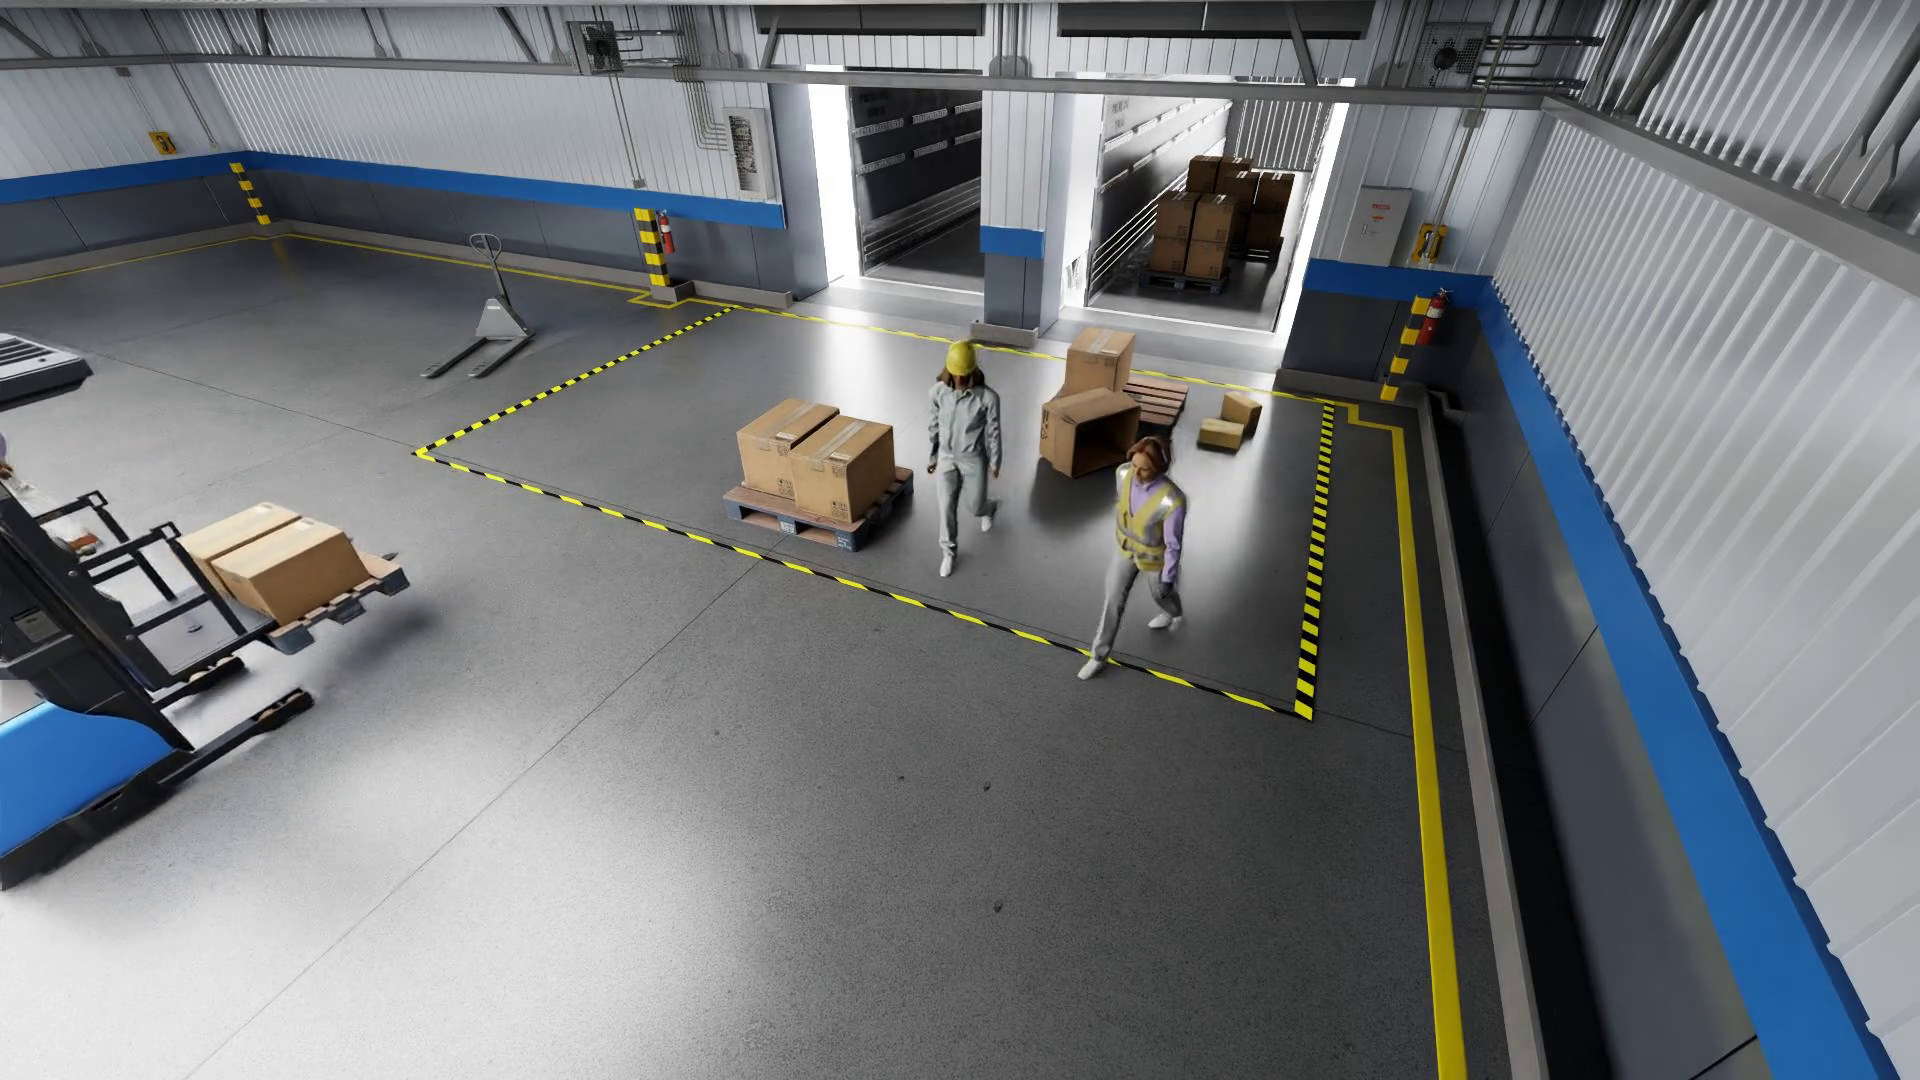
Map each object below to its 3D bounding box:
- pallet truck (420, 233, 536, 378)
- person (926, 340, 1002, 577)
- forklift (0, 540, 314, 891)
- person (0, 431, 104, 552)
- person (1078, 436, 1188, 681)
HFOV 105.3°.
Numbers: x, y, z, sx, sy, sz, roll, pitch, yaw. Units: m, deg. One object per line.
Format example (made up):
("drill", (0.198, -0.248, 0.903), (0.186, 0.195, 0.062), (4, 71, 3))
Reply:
("pallet truck", (-5.664, -2.712, 8.427), (0.680, 1.201, 1.601), (0, 35, -1))
("person", (0.045, -0.591, 5.044), (0.514, 1.710, 0.696), (10, 37, 14))
("forklift", (-4.480, 0.508, 3.216), (0.716, 2.013, 0.776), (15, 38, 20))
("person", (-6.686, -0.594, 4.868), (0.702, 1.917, 0.569), (17, 39, 22))
("person", (1.098, 0.067, 4.237), (0.926, 1.567, 0.519), (-26, 43, -32))
